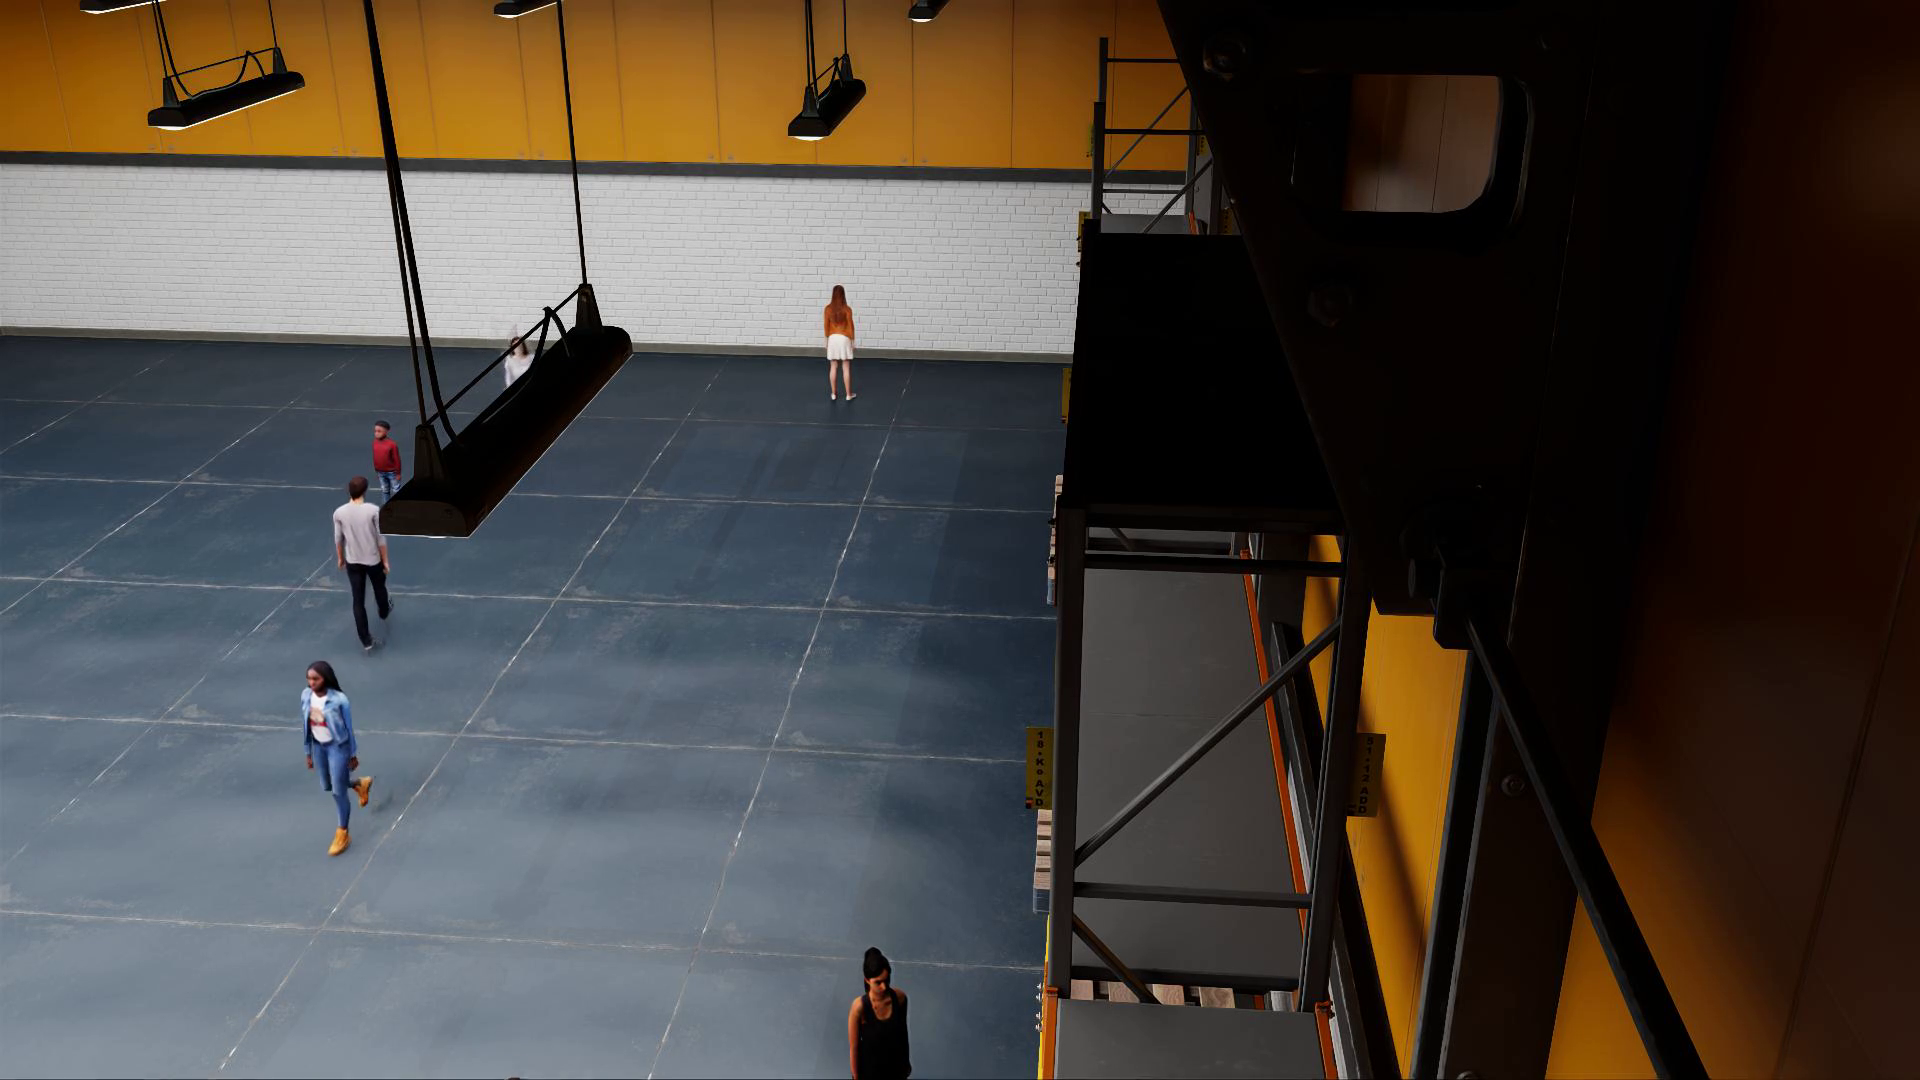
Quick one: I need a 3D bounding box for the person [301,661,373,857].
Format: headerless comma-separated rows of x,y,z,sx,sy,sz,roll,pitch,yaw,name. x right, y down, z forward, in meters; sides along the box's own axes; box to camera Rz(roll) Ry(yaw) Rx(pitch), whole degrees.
-5.178,1.746,13.900,0.721,1.690,1.032,6,24,13,person

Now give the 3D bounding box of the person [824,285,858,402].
-1.773,-2.910,24.511,0.649,1.723,0.607,5,24,12,person

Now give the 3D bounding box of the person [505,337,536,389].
-5.930,-2.002,22.569,0.809,1.614,0.877,-12,26,-25,person

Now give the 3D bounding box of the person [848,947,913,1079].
-0.506,3.284,10.418,0.650,1.661,0.695,-16,28,-32,person

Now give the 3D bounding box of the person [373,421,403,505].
-7.024,-0.872,20.432,0.536,1.255,0.525,6,24,14,person

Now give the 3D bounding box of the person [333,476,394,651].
-6.163,0.277,17.150,0.897,1.779,1.270,-4,24,-9,person
